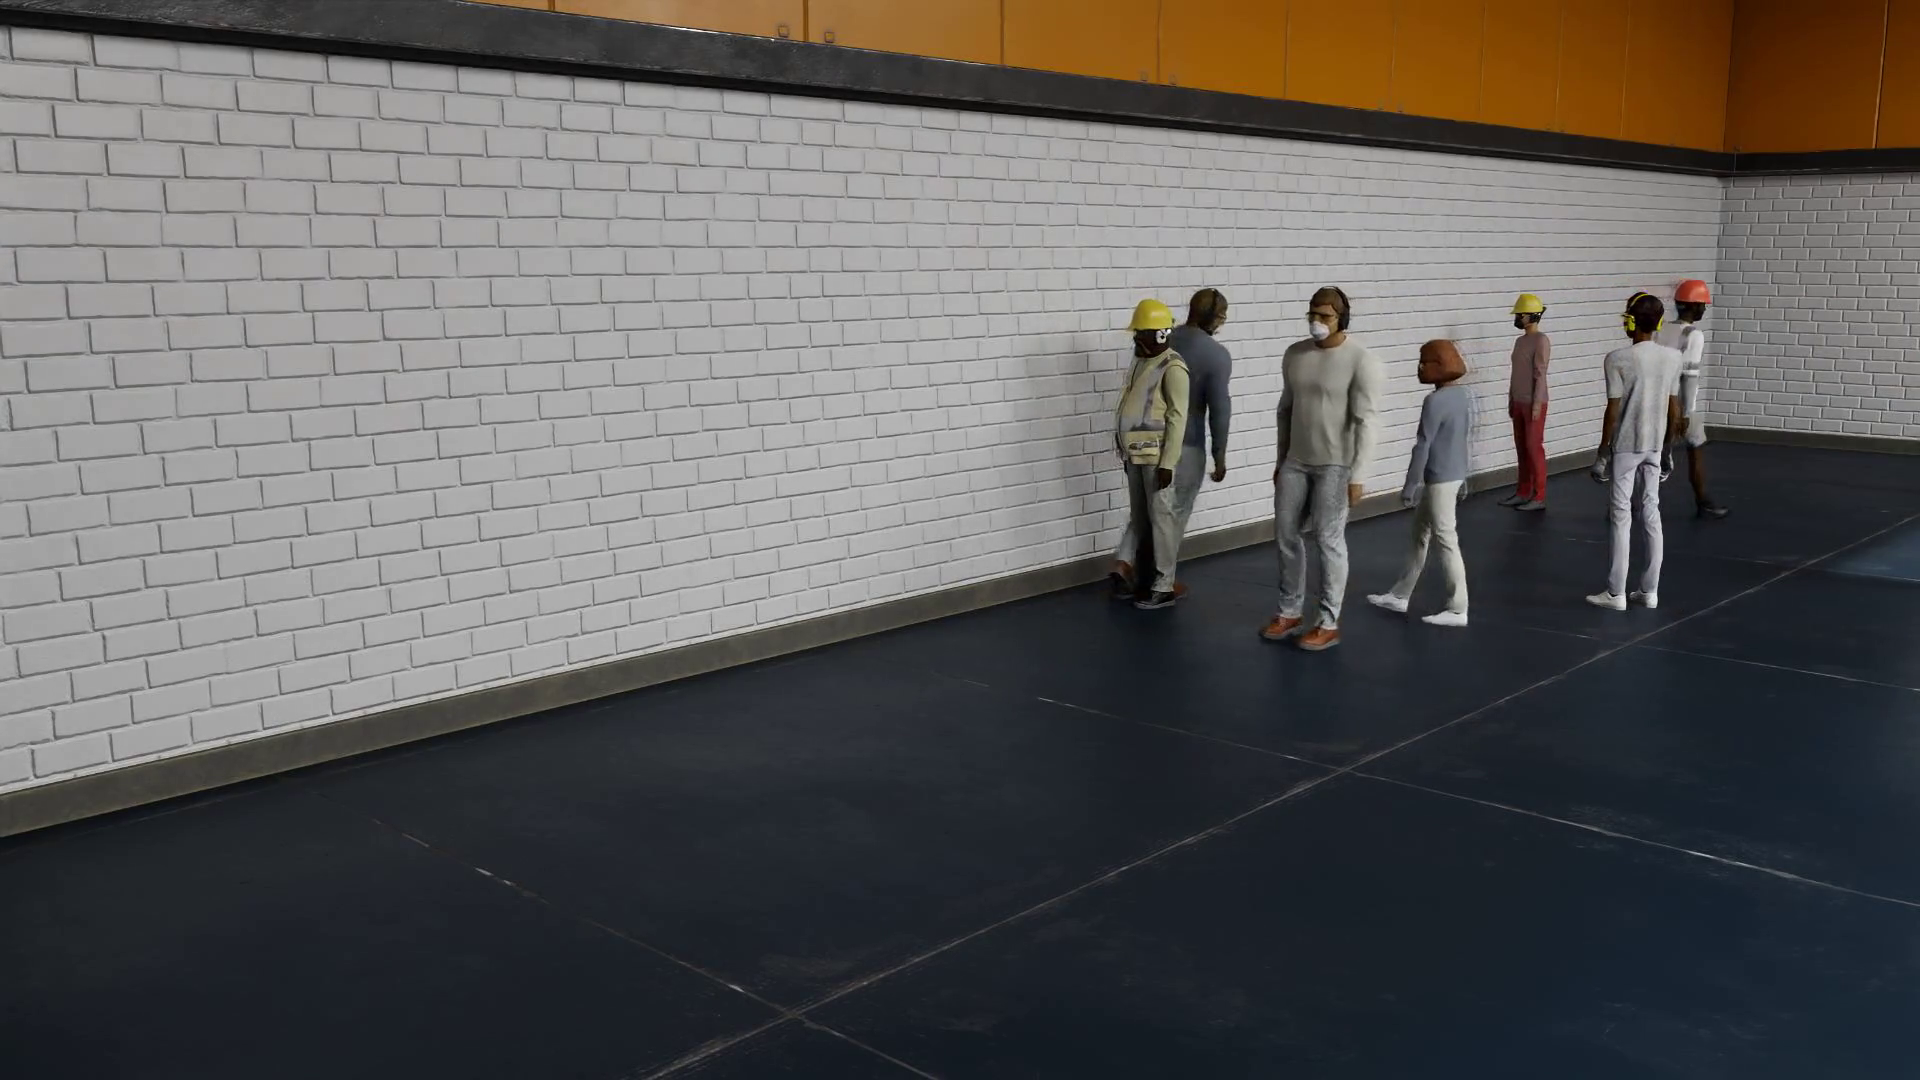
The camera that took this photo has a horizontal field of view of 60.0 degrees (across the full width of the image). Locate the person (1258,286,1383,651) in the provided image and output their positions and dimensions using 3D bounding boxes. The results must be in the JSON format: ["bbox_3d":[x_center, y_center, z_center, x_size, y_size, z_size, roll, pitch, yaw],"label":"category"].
[{"bbox_3d":[1.917,-0.380,8.867,0.442,1.930,0.666,-8,13,-38],"label":"person"}]

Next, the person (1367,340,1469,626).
[{"bbox_3d":[2.616,-0.329,9.478,0.708,1.607,0.527,6,12,32],"label":"person"}]

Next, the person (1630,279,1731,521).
[{"bbox_3d":[5.557,-1.073,12.937,0.987,1.893,0.560,-3,10,-15],"label":"person"}]

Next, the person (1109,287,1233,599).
[{"bbox_3d":[1.284,-0.559,9.989,0.631,1.894,0.675,-9,13,-42],"label":"person"}]

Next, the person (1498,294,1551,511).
[{"bbox_3d":[4.618,-1.121,13.577,0.328,1.761,0.527,-1,10,-6],"label":"person"}]

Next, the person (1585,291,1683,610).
[{"bbox_3d":[3.977,-0.519,9.810,0.509,1.876,0.328,-2,10,-13],"label":"person"}]

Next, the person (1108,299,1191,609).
[{"bbox_3d":[1.124,-0.511,9.890,0.404,1.831,0.588,-4,11,-20],"label":"person"}]
